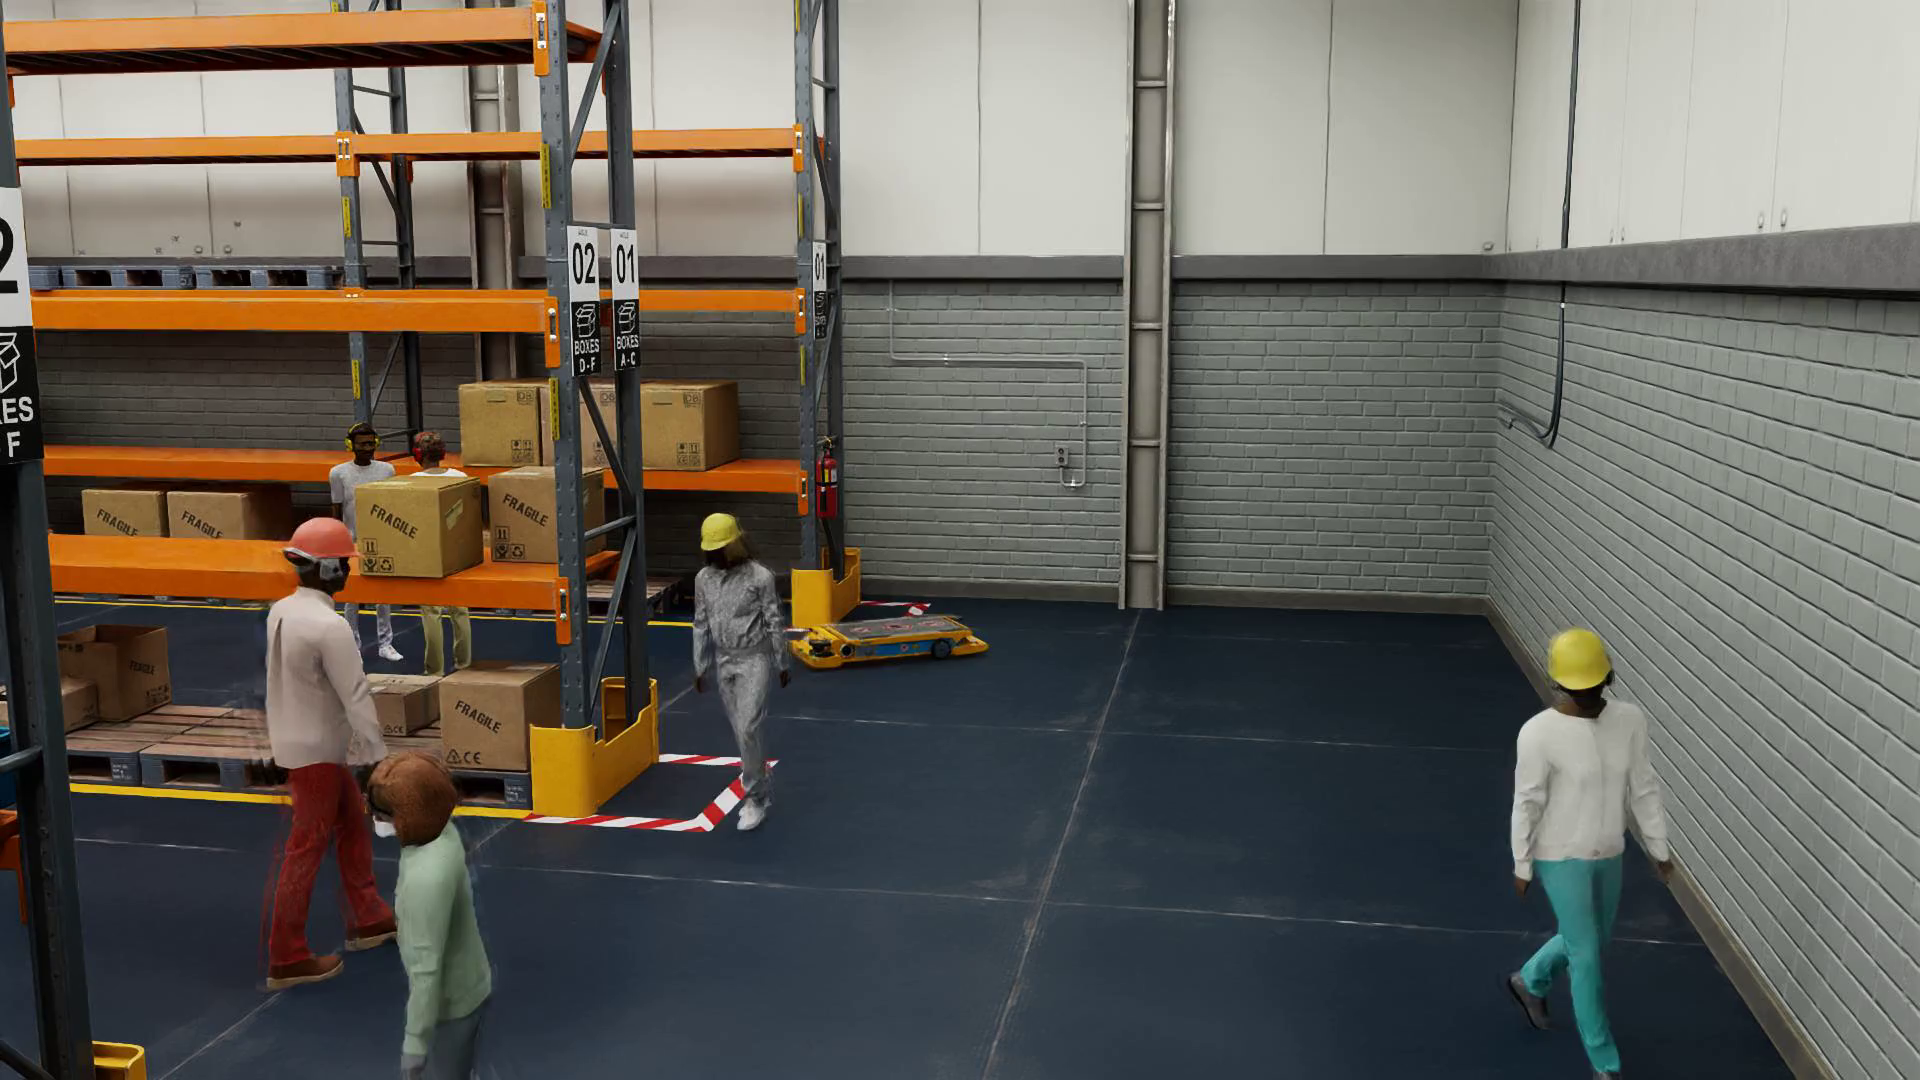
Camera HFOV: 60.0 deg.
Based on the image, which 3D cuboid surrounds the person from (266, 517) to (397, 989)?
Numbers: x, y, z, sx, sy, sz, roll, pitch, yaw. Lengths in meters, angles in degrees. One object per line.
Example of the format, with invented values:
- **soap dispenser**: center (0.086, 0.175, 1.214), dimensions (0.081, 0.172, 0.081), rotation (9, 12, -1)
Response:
- **person**: center (-2.616, 0.879, 7.079), dimensions (0.873, 1.954, 0.649), rotation (-7, 12, -37)

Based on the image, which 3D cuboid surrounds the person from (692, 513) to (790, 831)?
- **person**: center (-1.228, 0.694, 8.987), dimensions (0.497, 1.708, 0.650), rotation (5, 10, 27)

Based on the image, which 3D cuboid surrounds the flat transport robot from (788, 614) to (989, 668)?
- **flat transport robot**: center (-0.559, 0.774, 12.959), dimensions (1.431, 0.197, 0.652), rotation (-4, 10, -23)

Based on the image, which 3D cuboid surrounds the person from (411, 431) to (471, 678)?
- **person**: center (-3.779, 0.135, 12.050), dimensions (0.377, 1.844, 0.567), rotation (7, 12, 37)

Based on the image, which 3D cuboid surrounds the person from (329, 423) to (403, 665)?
- **person**: center (-4.519, 0.030, 12.670), dimensions (0.510, 1.861, 0.327), rotation (-7, 11, -37)

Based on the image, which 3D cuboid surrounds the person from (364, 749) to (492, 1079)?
- **person**: center (-1.560, 1.385, 5.014), dimensions (0.395, 1.601, 0.546), rotation (-2, 9, -15)

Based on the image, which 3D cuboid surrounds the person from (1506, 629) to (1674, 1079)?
- **person**: center (2.299, 1.146, 6.163), dimensions (0.586, 1.717, 0.771), rotation (-4, 10, -21)
